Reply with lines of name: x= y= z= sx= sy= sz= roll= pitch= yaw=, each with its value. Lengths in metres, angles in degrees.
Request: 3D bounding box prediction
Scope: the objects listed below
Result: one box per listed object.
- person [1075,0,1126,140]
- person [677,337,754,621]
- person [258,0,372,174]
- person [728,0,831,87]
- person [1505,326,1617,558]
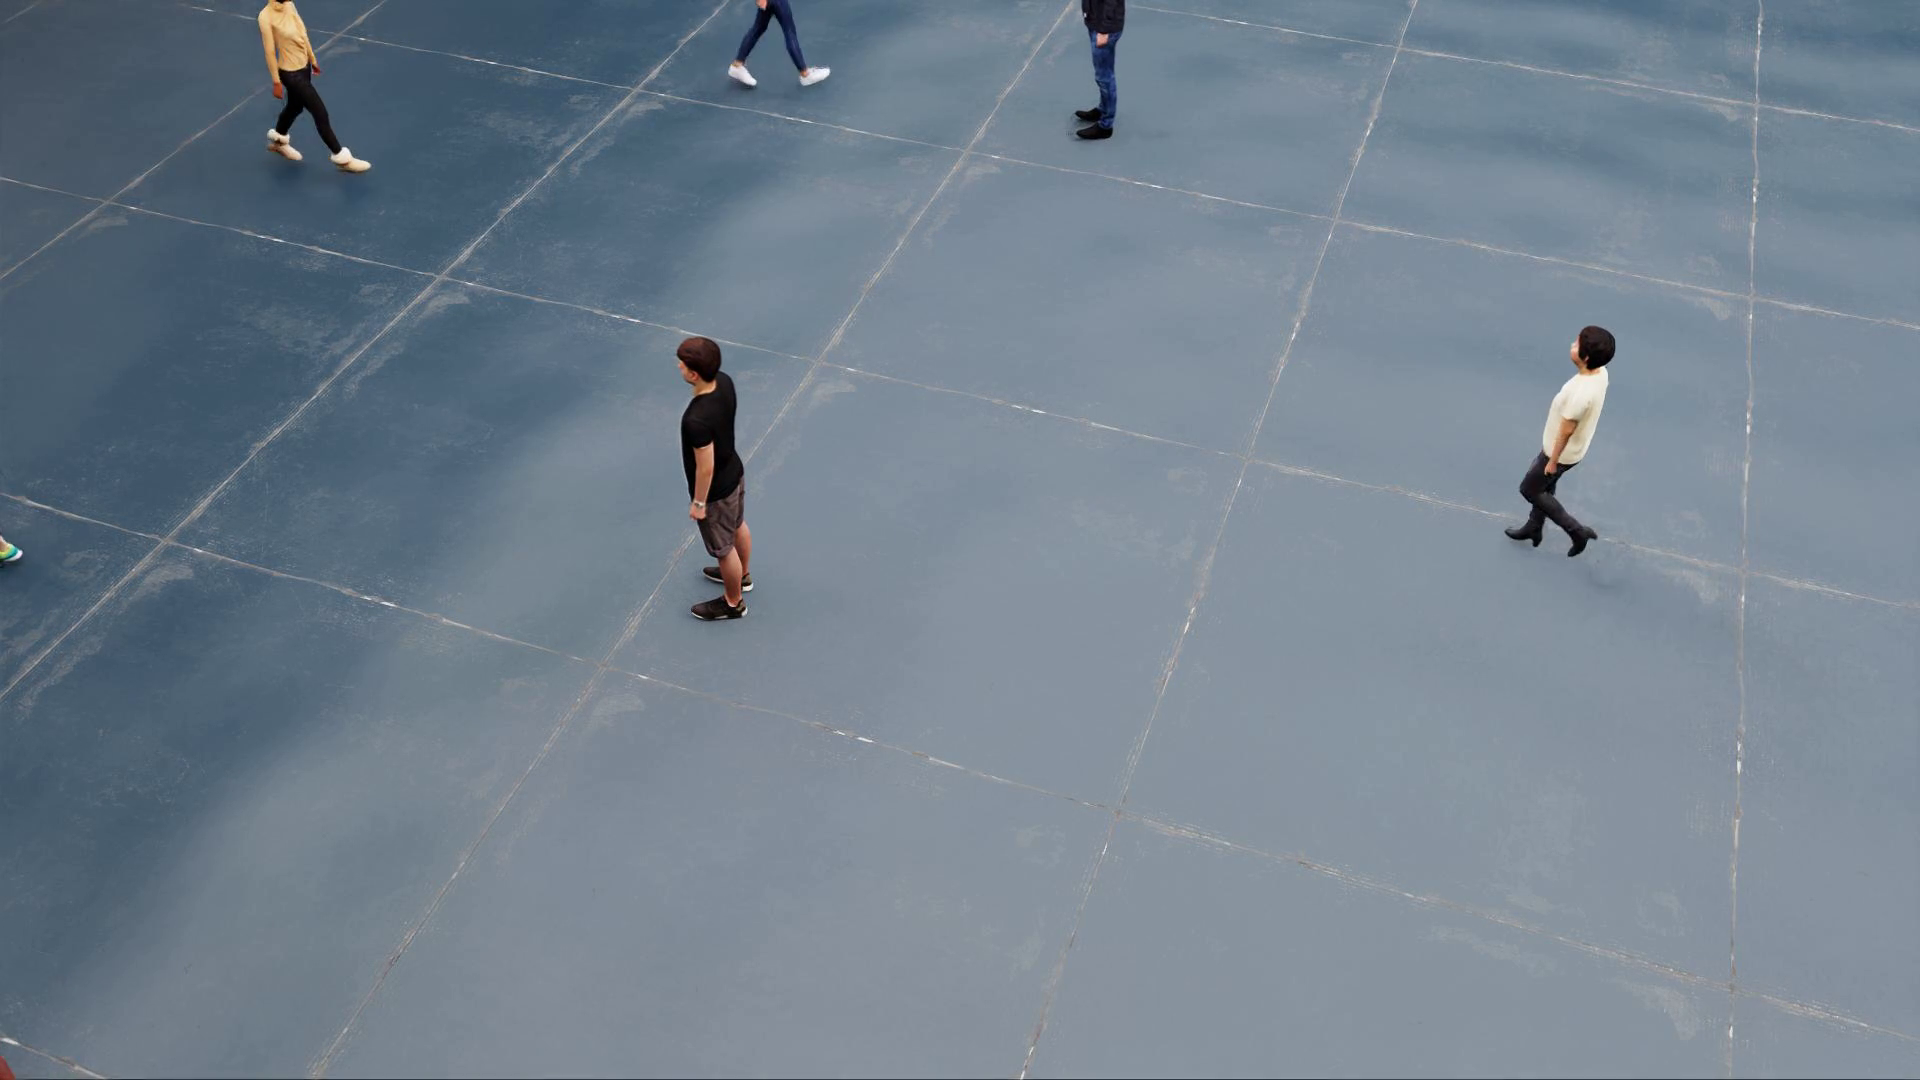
person: x=1.144 y=-4.064 z=13.039 sx=0.679 sy=1.890 sz=0.732 roll=2 pitch=43 yaw=2
person: x=-1.326 y=-0.333 z=9.064 sx=0.649 sy=1.861 sz=0.713 roll=6 pitch=43 yaw=6
person: x=-5.159 y=-3.573 z=12.708 sx=1.164 sy=1.624 sz=0.765 roll=6 pitch=43 yaw=7
person: x=-1.634 y=-4.506 z=13.627 sx=1.167 sy=1.734 sz=0.826 roll=7 pitch=43 yaw=7
person: x=3.495 y=-0.499 z=9.451 sx=0.798 sy=1.577 sz=0.678 roll=23 pitch=48 yaw=22
